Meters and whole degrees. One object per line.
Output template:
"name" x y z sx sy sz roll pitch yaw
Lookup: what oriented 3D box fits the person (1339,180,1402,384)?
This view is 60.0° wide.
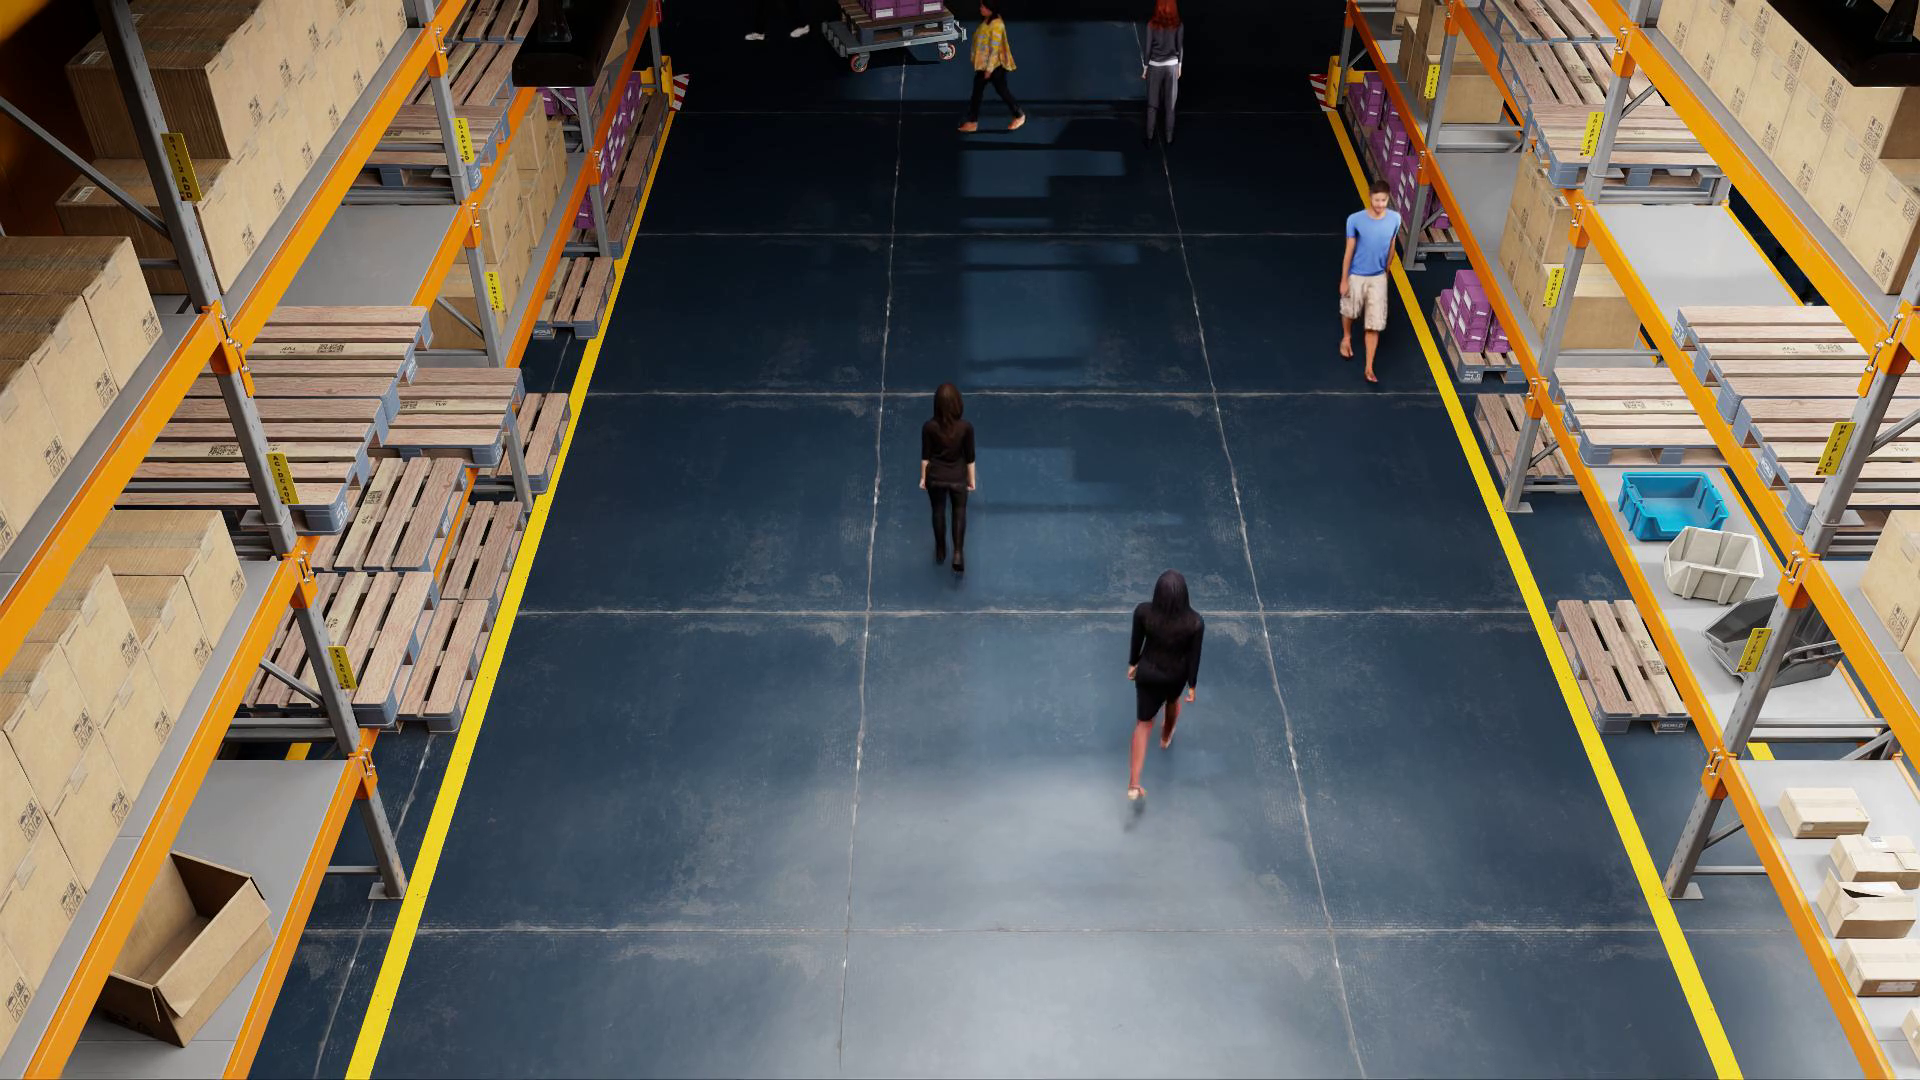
"person" 3.616 -2.416 14.919 0.642 1.825 1.126 1 39 1

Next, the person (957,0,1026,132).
"person" 0.454 -5.351 18.759 0.971 1.618 1.062 -12 40 -15

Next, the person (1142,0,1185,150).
"person" 2.243 -5.198 18.440 0.587 1.779 0.506 1 39 2

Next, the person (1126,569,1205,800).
"person" 1.294 0.954 10.810 0.826 1.686 1.237 8 39 10

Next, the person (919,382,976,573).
"person" -0.094 -0.421 12.578 0.583 1.628 0.787 -1 39 -2

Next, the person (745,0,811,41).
"person" -2.229 -7.099 20.923 1.054 1.649 1.131 -19 42 -22
